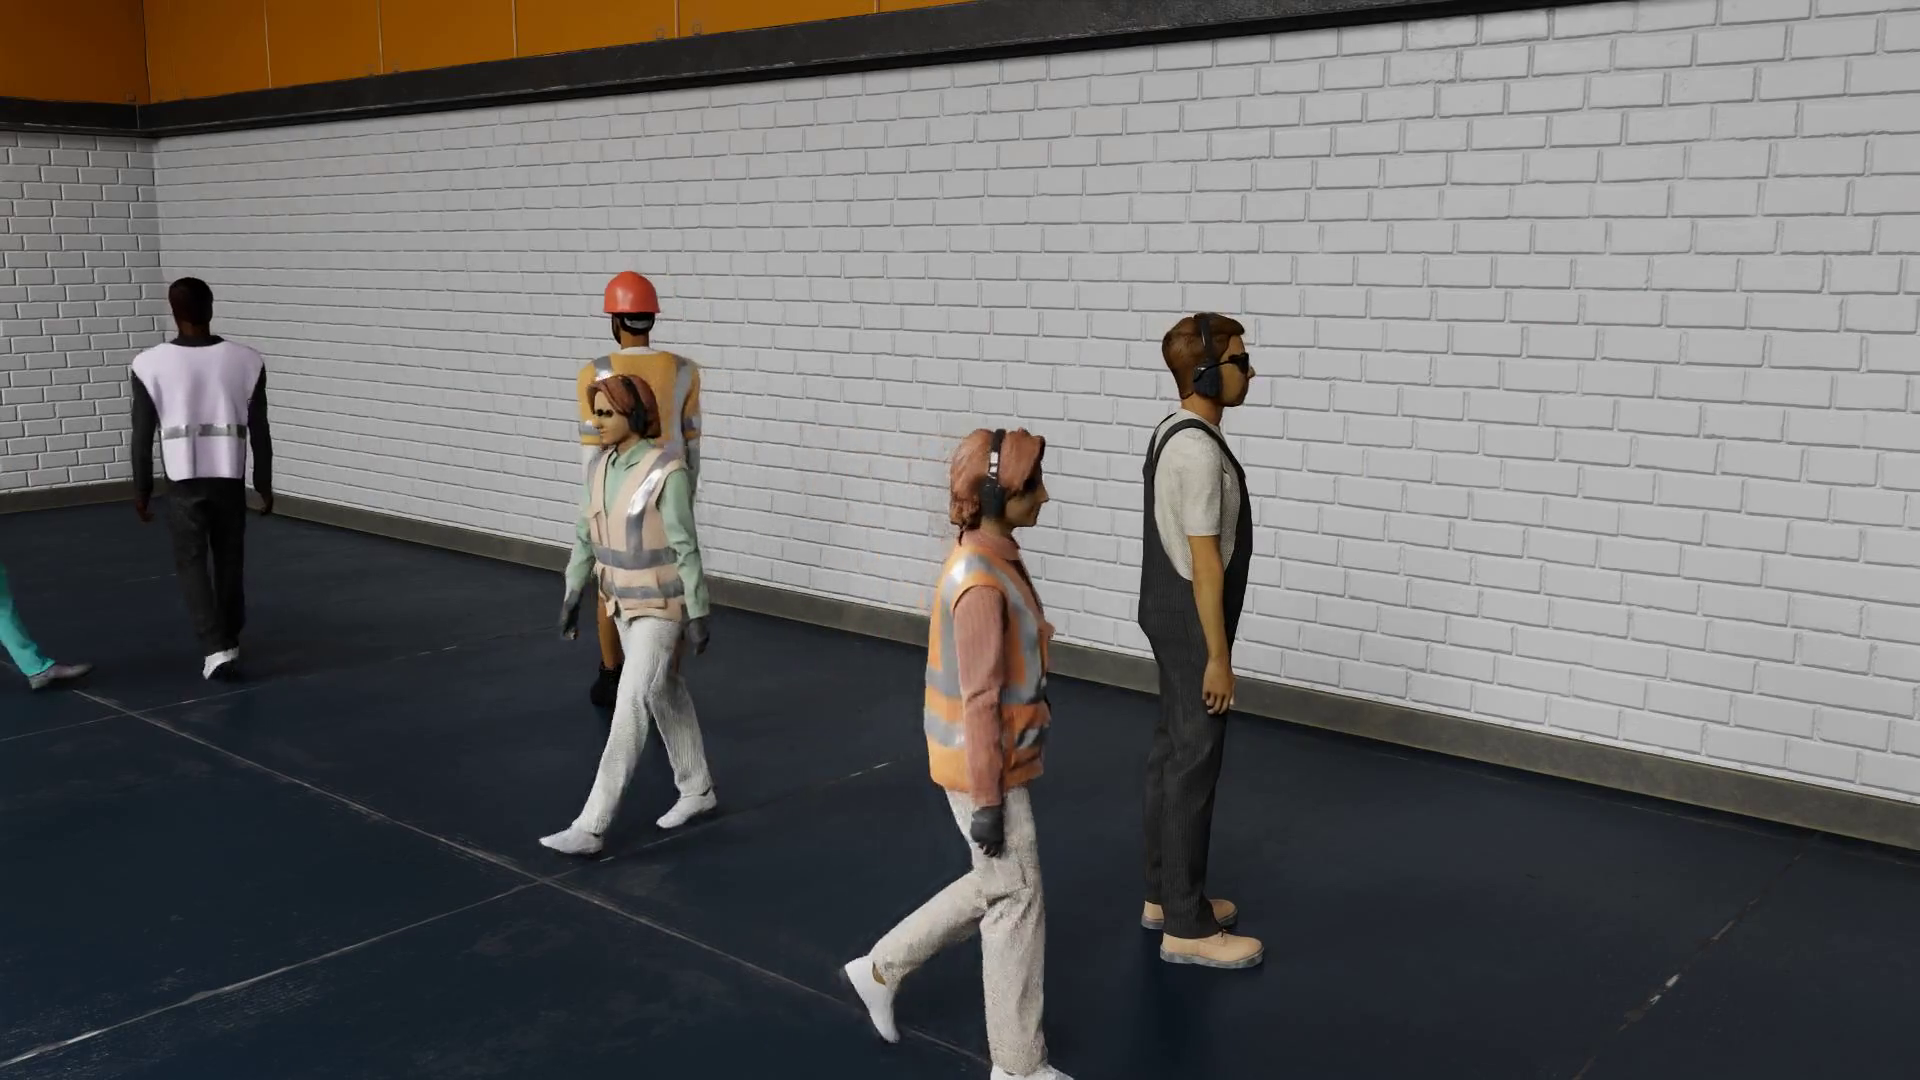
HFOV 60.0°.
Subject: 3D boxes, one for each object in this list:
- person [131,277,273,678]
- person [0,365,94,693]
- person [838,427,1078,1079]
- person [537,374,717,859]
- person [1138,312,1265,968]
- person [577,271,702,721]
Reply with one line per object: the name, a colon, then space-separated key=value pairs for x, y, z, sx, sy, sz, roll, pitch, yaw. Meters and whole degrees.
person: x=-3.595 y=-0.299 z=7.915 sx=0.605 sy=1.894 sz=0.806 roll=-6 pitch=12 yaw=-33
person: x=-4.409 y=-0.111 z=7.361 sx=0.893 sy=1.696 sz=0.533 roll=-2 pitch=10 yaw=-12
person: x=0.021 y=0.536 z=3.911 sx=0.550 sy=1.621 sz=0.527 roll=0 pitch=10 yaw=2
person: x=-1.137 y=0.252 z=5.579 sx=0.832 sy=1.594 sz=0.540 roll=-10 pitch=14 yaw=-44
person: x=0.684 y=0.281 z=4.736 sx=0.345 sy=1.847 sz=0.507 roll=-1 pitch=10 yaw=-4
person: x=-1.384 y=-0.183 z=7.157 sx=0.545 sy=1.912 sz=0.786 roll=-4 pitch=11 yaw=-24
